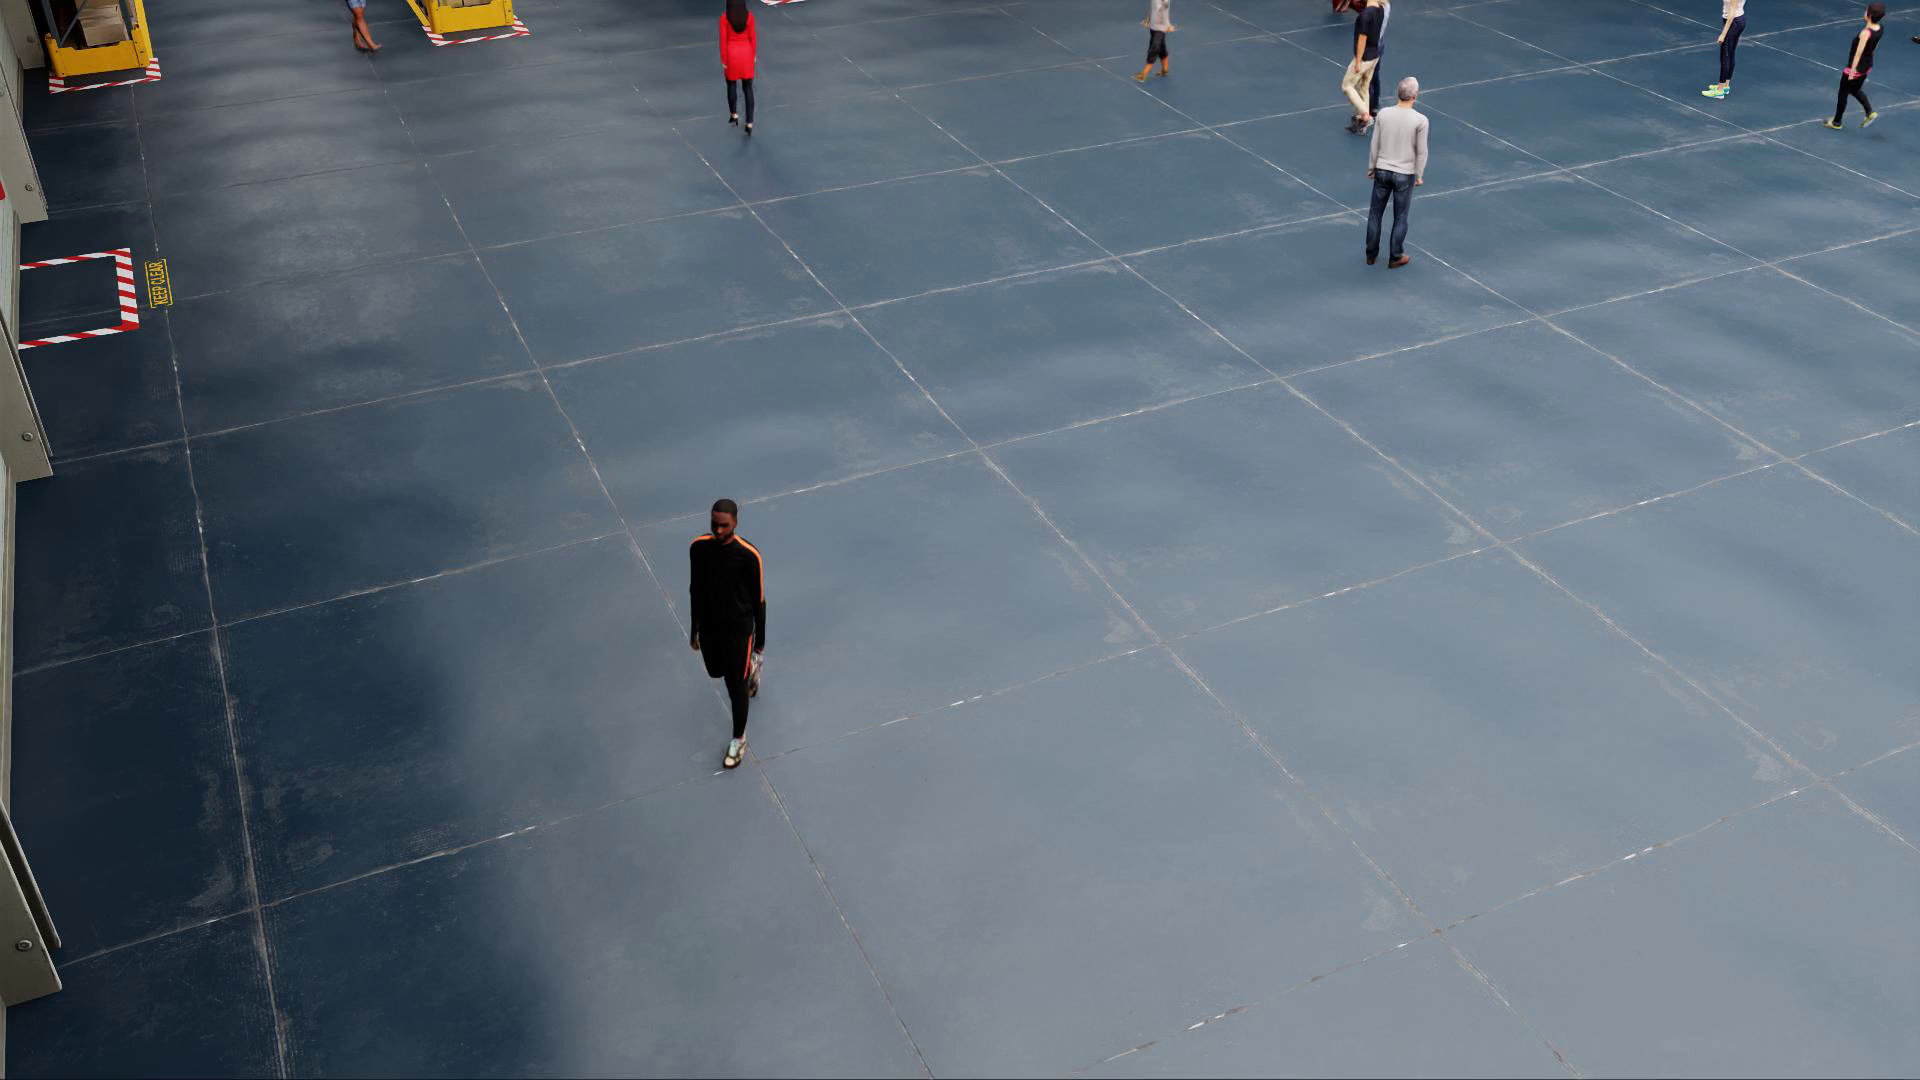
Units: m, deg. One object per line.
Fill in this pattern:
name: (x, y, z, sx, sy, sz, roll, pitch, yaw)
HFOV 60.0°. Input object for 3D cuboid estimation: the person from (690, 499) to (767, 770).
person: (-1.418, 0.495, 10.333, 1.050, 1.790, 1.121, 10, 34, 14)

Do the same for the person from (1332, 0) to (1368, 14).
person: (5.795, -8.440, 24.250, 1.160, 1.595, 0.877, 28, 42, 36)

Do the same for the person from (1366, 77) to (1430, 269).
person: (4.346, -3.662, 16.615, 0.775, 1.910, 0.893, 20, 38, 28)

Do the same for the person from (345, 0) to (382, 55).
person: (-8.369, -7.617, 22.782, 1.143, 1.816, 0.927, 24, 40, 32)

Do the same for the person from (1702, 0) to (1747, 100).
person: (9.846, -6.516, 21.196, 0.679, 1.701, 0.685, 24, 40, 32)

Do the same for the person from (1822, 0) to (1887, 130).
person: (10.925, -5.694, 20.078, 0.612, 1.541, 0.837, -20, 38, -27)

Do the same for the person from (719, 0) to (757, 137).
person: (-2.616, -5.706, 19.930, 0.637, 1.722, 0.819, -13, 35, -19)

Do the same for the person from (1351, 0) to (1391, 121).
person: (5.080, -6.021, 20.415, 0.681, 1.721, 0.668, 19, 38, 27)

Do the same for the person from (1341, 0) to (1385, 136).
person: (4.930, -5.735, 19.876, 0.835, 1.830, 0.782, 21, 39, 29)

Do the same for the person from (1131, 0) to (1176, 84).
person: (2.672, -6.822, 21.917, 0.783, 1.428, 0.949, -21, 38, -29)
